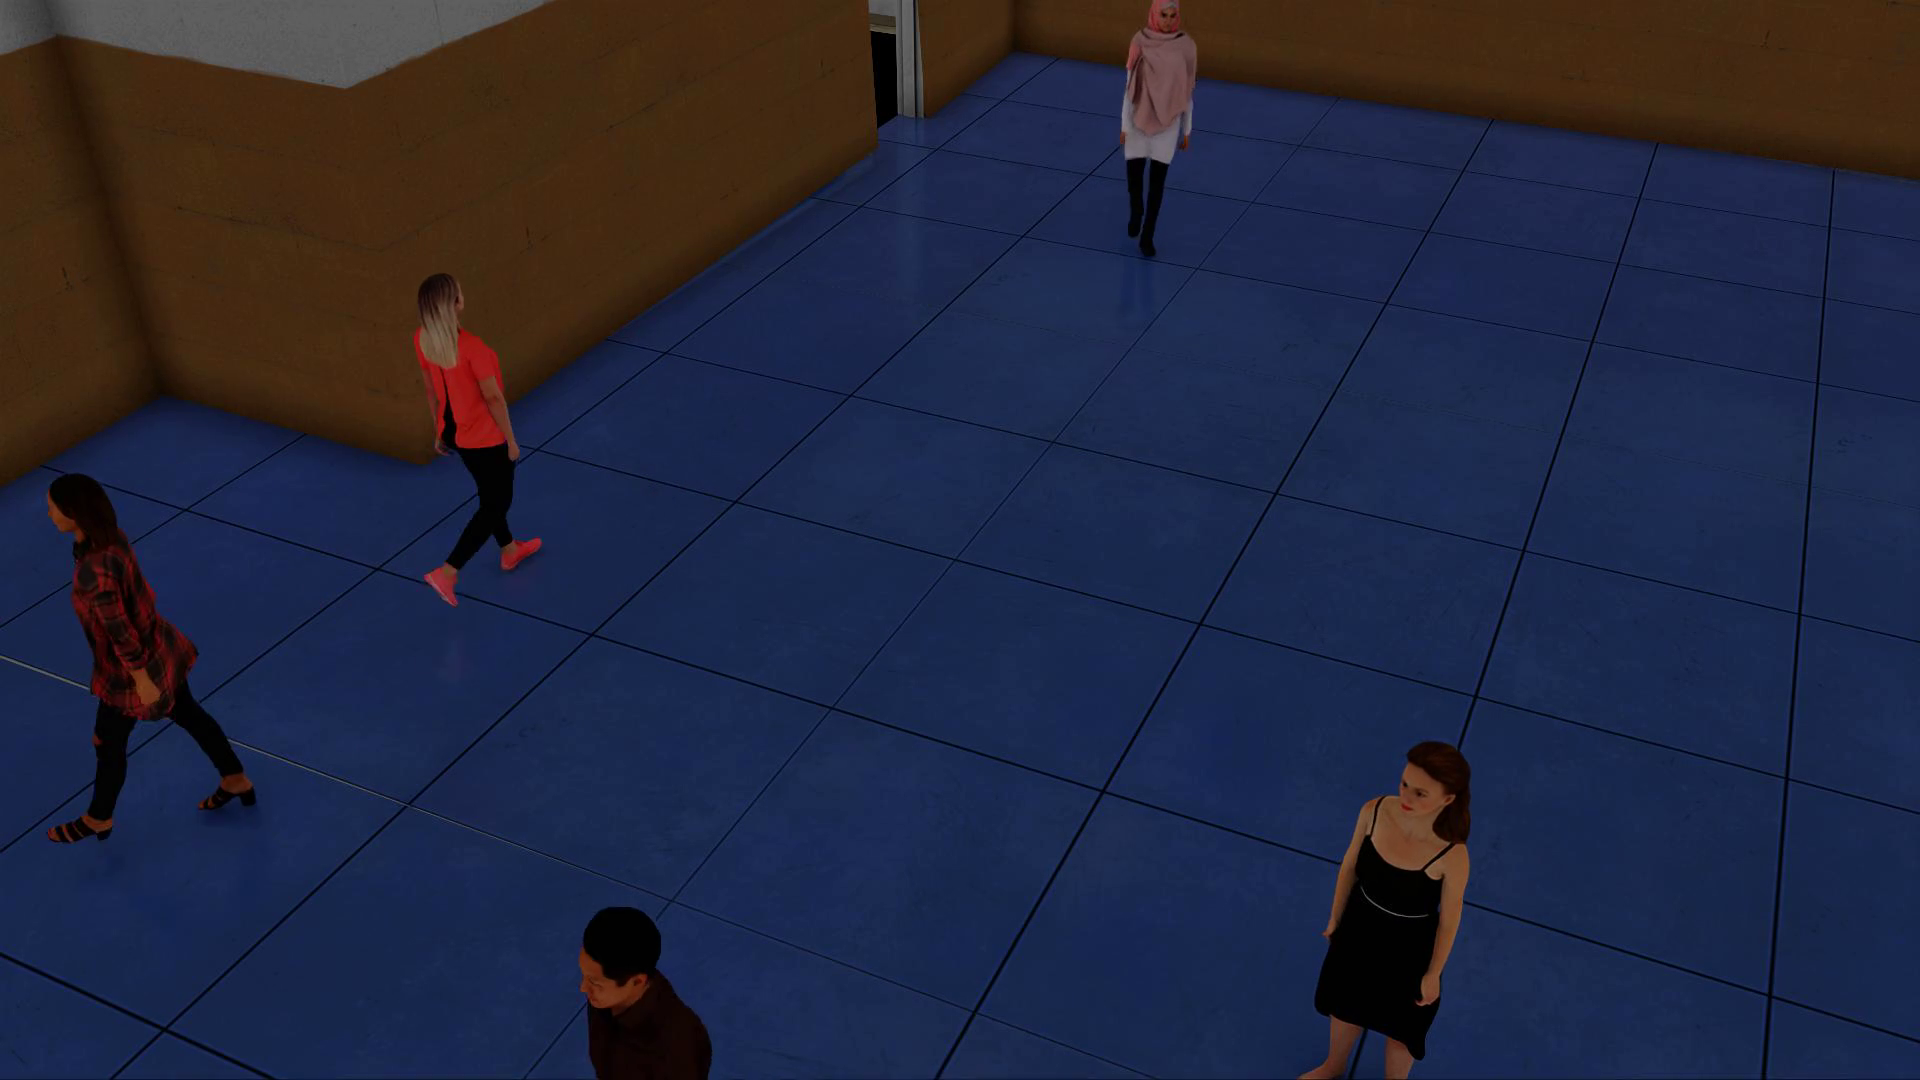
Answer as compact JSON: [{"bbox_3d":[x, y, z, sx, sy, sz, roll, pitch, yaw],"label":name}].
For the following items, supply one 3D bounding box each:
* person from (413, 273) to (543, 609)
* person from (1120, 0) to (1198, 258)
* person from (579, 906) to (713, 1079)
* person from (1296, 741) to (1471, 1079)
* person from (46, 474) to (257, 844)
[{"bbox_3d":[-2.379,-0.445,7.951,1.002,1.675,0.753,19,38,26],"label":"person"},{"bbox_3d":[1.332,-2.883,11.506,0.773,1.797,0.846,0,34,1],"label":"person"},{"bbox_3d":[-0.747,1.640,4.737,0.884,1.764,0.848,-27,42,-34],"label":"person"},{"bbox_3d":[1.406,1.292,5.385,0.713,1.624,0.614,-27,42,-34],"label":"person"},{"bbox_3d":[-3.160,0.471,6.579,1.093,1.669,1.001,-10,35,-15],"label":"person"}]
